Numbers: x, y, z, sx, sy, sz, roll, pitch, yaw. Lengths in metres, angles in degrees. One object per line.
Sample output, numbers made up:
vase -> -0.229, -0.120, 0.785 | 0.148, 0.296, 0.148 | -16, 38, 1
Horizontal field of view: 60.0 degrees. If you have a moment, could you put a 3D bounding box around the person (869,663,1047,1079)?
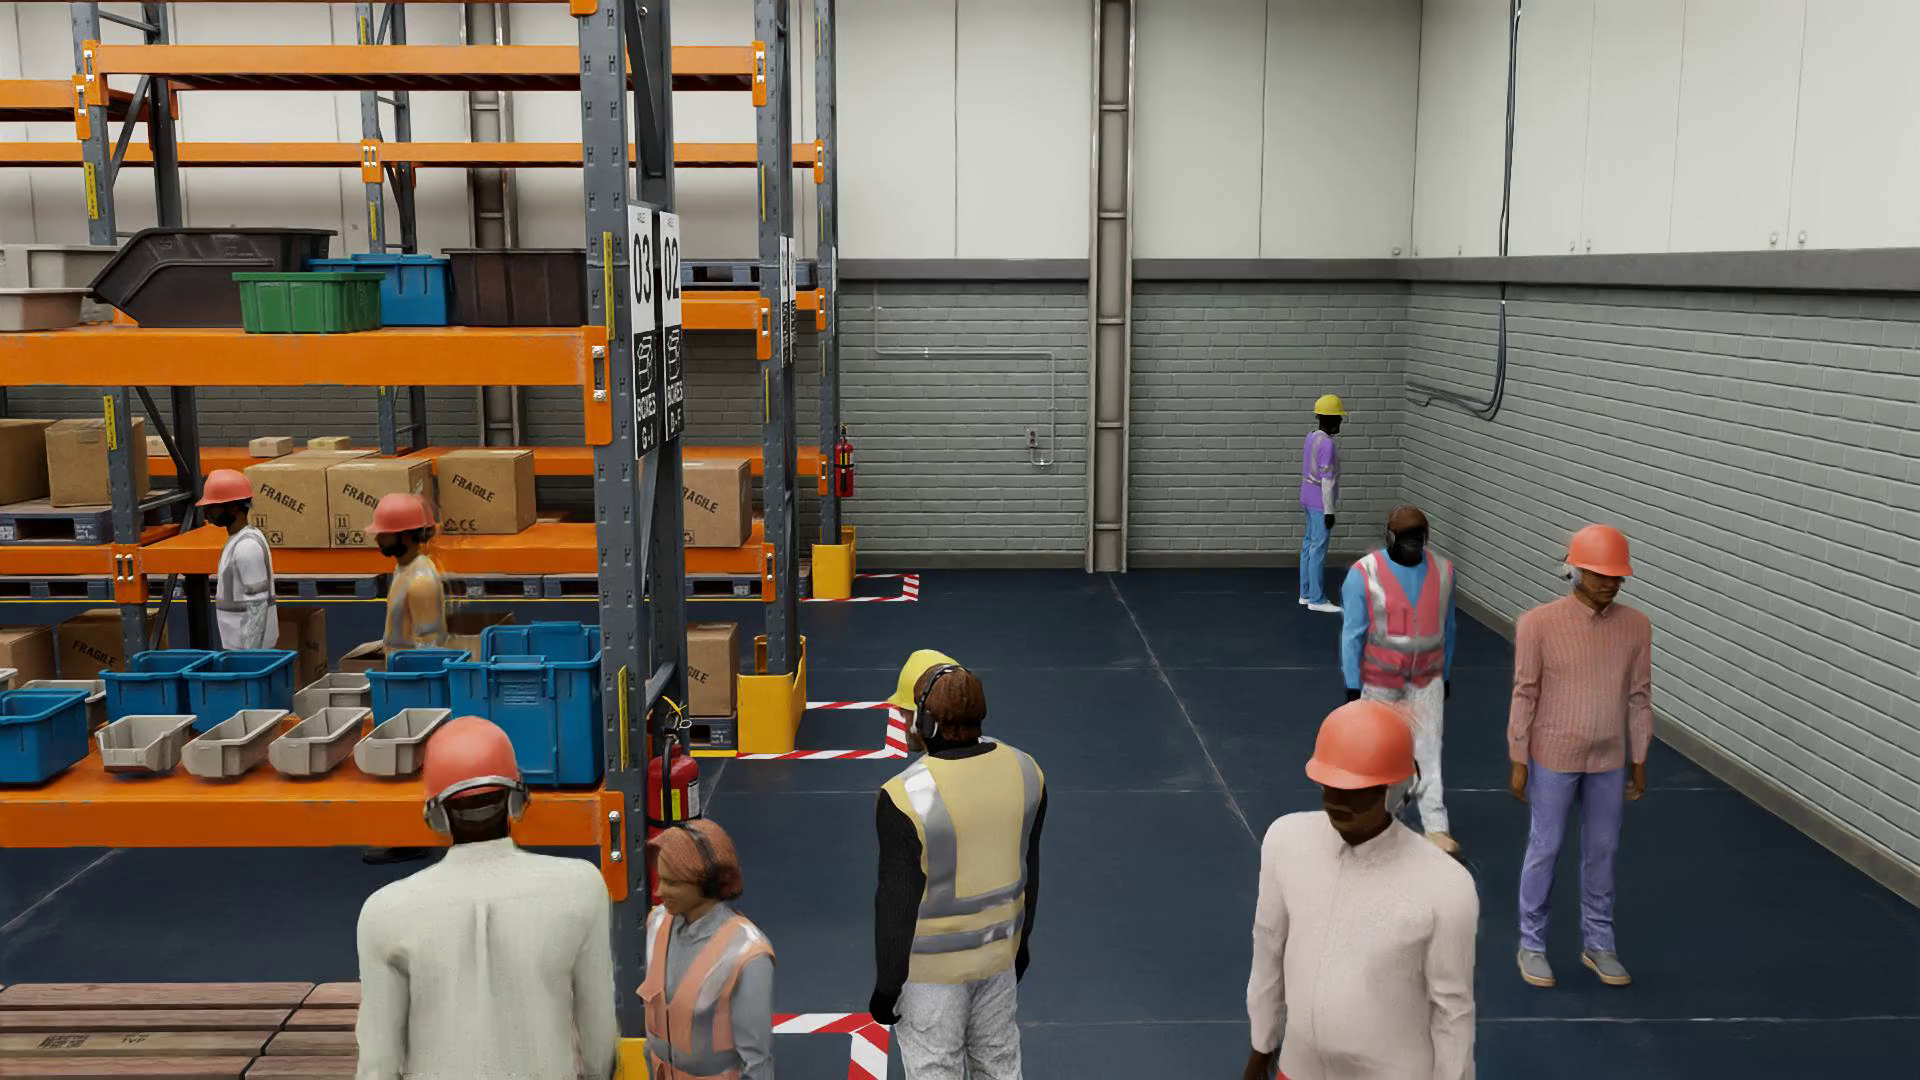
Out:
person -> -0.027, 1.286, 5.152 | 0.633, 1.842, 0.429 | -8, 12, -39

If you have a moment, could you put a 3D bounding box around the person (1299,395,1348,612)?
person -> 3.222, -0.329, 14.785 | 0.384, 1.928, 0.589 | 0, 9, -3

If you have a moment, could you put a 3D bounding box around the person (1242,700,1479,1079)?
person -> 1.054, 1.352, 4.331 | 0.629, 1.975, 0.564 | 9, 13, 44

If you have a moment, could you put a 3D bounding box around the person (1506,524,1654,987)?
person -> 2.623, 0.911, 7.012 | 0.623, 1.987, 0.407 | -1, 9, -7

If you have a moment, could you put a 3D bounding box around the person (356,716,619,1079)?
person -> -1.127, 1.422, 4.006 | 0.620, 1.958, 0.889 | -2, 10, -13

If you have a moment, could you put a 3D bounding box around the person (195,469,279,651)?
person -> -4.017, 0.561, 9.310 | 0.377, 1.932, 0.552 | -5, 10, -27

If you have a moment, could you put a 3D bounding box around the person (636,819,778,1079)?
person -> -0.650, 1.518, 4.375 | 0.316, 1.631, 0.518 | -9, 13, -43

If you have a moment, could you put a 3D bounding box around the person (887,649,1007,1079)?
person -> -0.051, 1.253, 5.416 | 0.403, 1.825, 0.593 | 8, 12, 39

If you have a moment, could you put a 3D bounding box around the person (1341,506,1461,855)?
person -> 2.316, 0.735, 8.647 | 0.654, 1.802, 0.901 | -1, 9, -5
